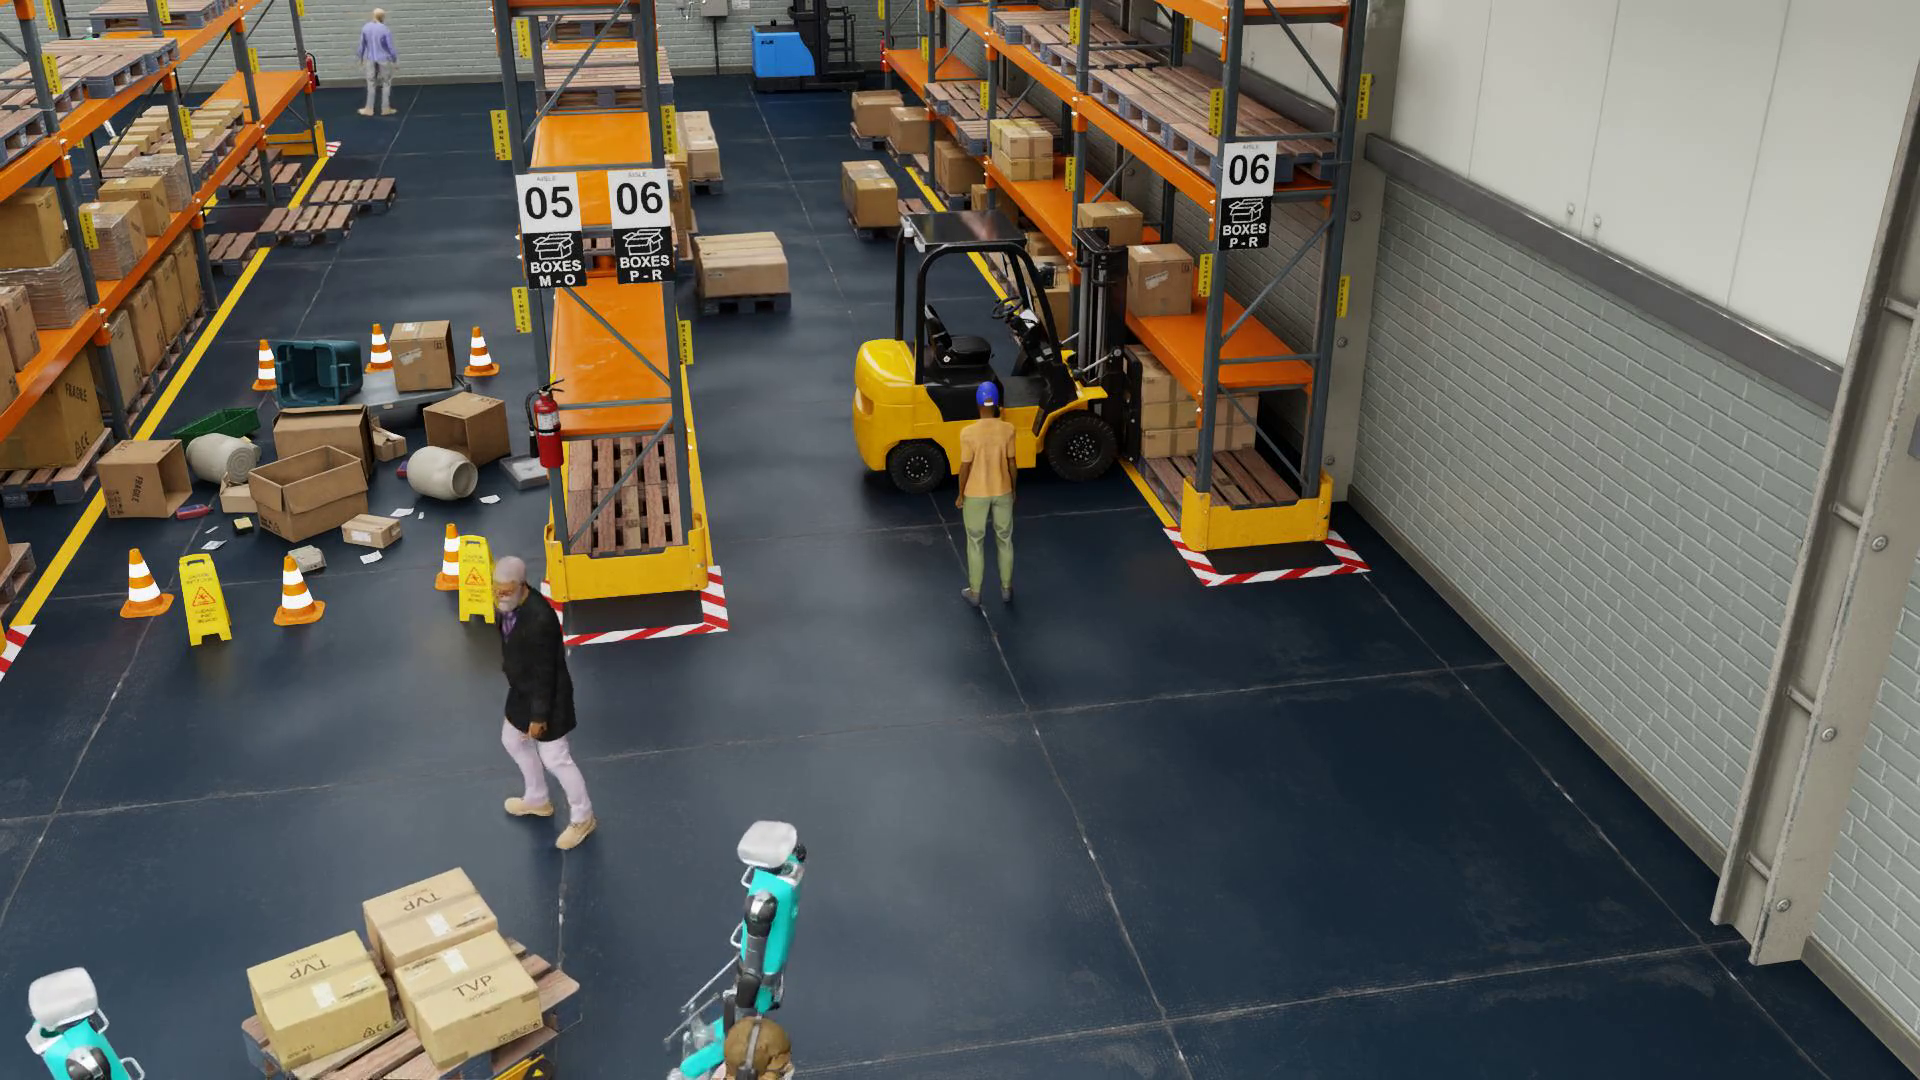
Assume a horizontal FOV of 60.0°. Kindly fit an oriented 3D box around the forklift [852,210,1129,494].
[{"bbox_3d":[0.216,-1.659,14.366,2.313,2.155,1.214,-5,26,-10],"label":"forklift"}]

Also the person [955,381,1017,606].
[{"bbox_3d":[0.189,-0.347,12.177,0.459,1.717,0.368,-7,26,-13],"label":"person"}]

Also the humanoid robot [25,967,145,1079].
[{"bbox_3d":[-3.105,2.361,6.620,0.541,1.860,0.803,23,34,39],"label":"humanoid robot"}]

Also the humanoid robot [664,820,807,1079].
[{"bbox_3d":[-1.048,1.998,7.287,0.786,1.775,0.564,5,26,9],"label":"humanoid robot"}]

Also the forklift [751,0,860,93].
[{"bbox_3d":[-2.872,-9.679,30.288,1.873,2.768,1.129,-5,26,-10],"label":"forklift"}]

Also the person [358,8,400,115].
[{"bbox_3d":[-10.002,-8.149,28.386,0.789,1.761,0.375,0,26,-1],"label":"person"}]

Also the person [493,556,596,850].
[{"bbox_3d":[-2.432,0.875,9.518,0.388,1.820,0.649,-17,30,-31],"label":"person"}]

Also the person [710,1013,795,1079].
[{"bbox_3d":[-0.719,2.506,6.009,0.582,1.913,0.645,3,26,6],"label":"person"}]

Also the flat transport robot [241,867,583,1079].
[{"bbox_3d":[-2.610,2.468,7.989,1.431,0.231,0.659,21,32,36],"label":"flat transport robot"}]

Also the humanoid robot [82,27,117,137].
[{"bbox_3d":[-13.904,-7.381,26.890,0.551,1.854,0.853,-22,33,-37],"label":"humanoid robot"}]
